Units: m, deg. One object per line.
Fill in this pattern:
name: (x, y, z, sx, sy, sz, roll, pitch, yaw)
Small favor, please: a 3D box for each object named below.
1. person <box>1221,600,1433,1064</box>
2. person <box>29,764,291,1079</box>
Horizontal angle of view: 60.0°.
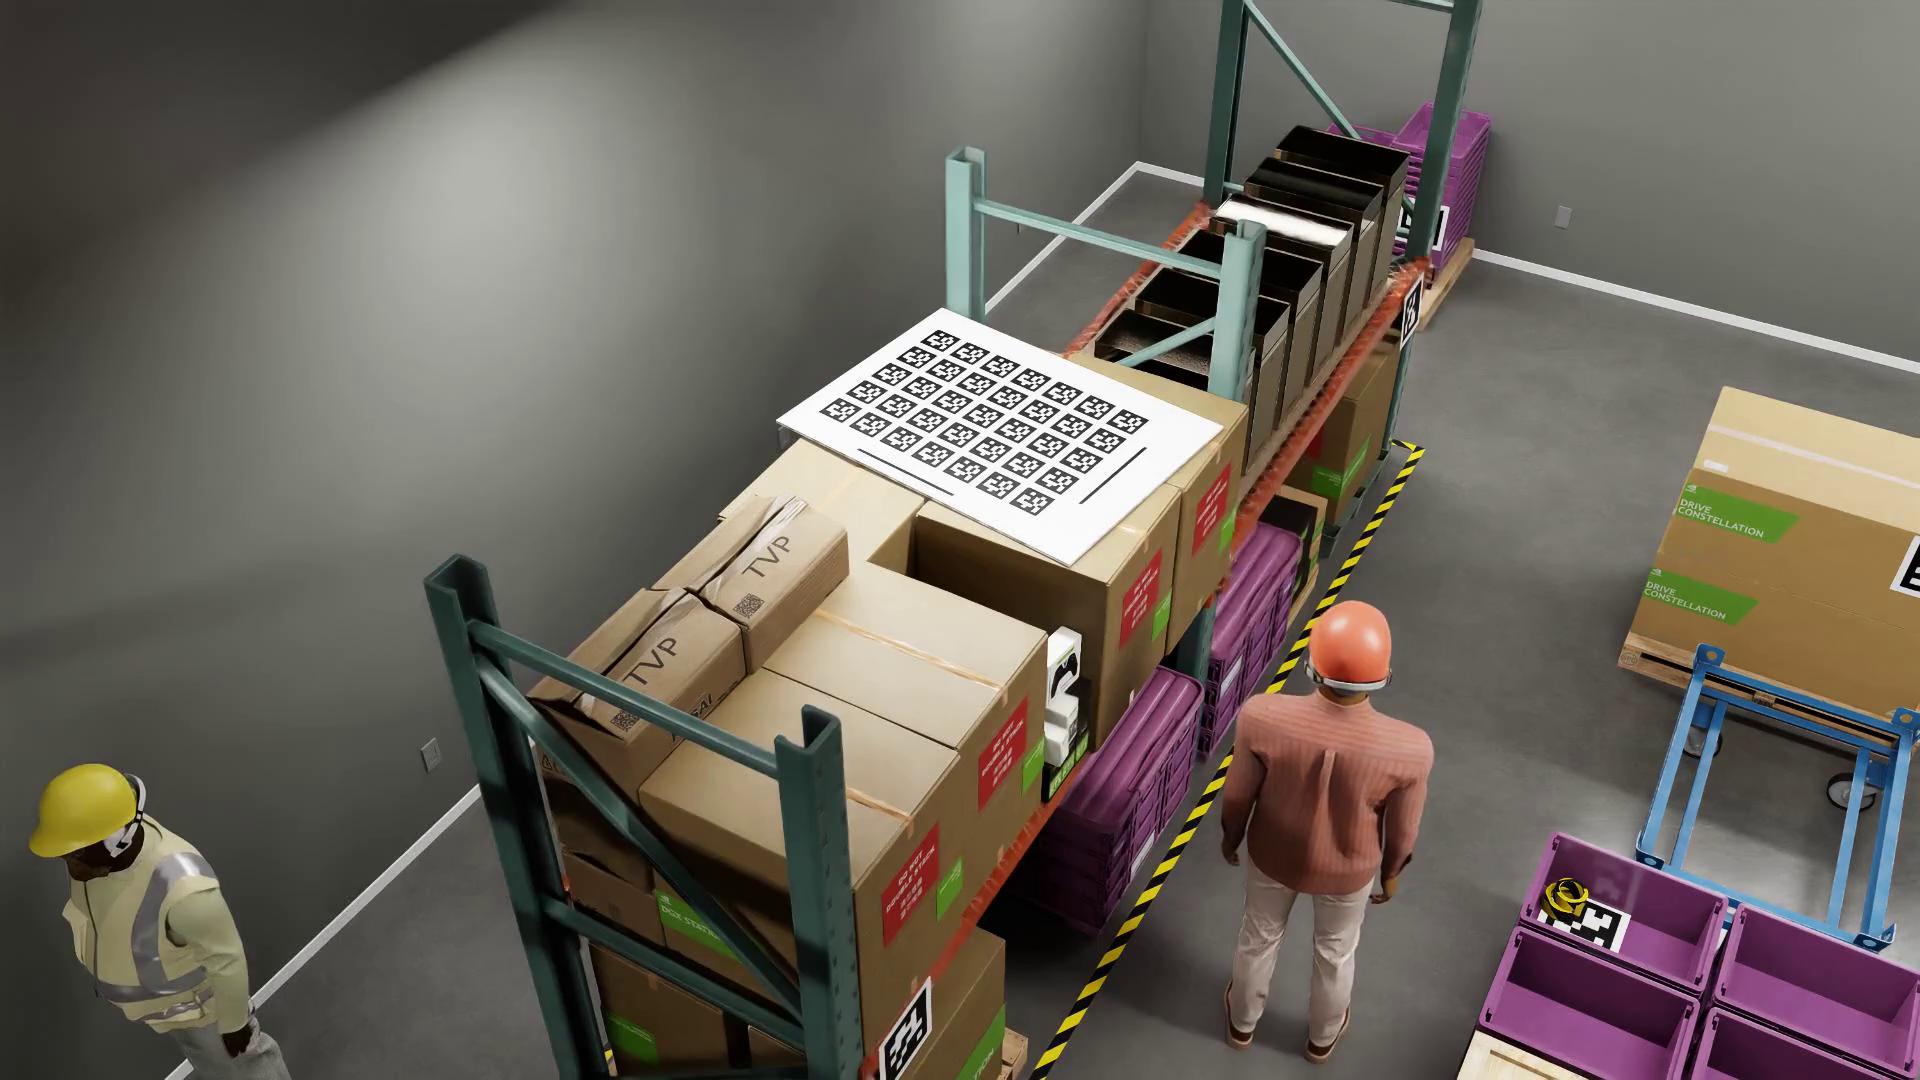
person: (1.141, 0.982, 5.381, 0.612, 1.996, 0.386, 11, 41, 13)
person: (-2.400, 1.337, 5.084, 0.596, 1.832, 0.404, 22, 45, 24)
